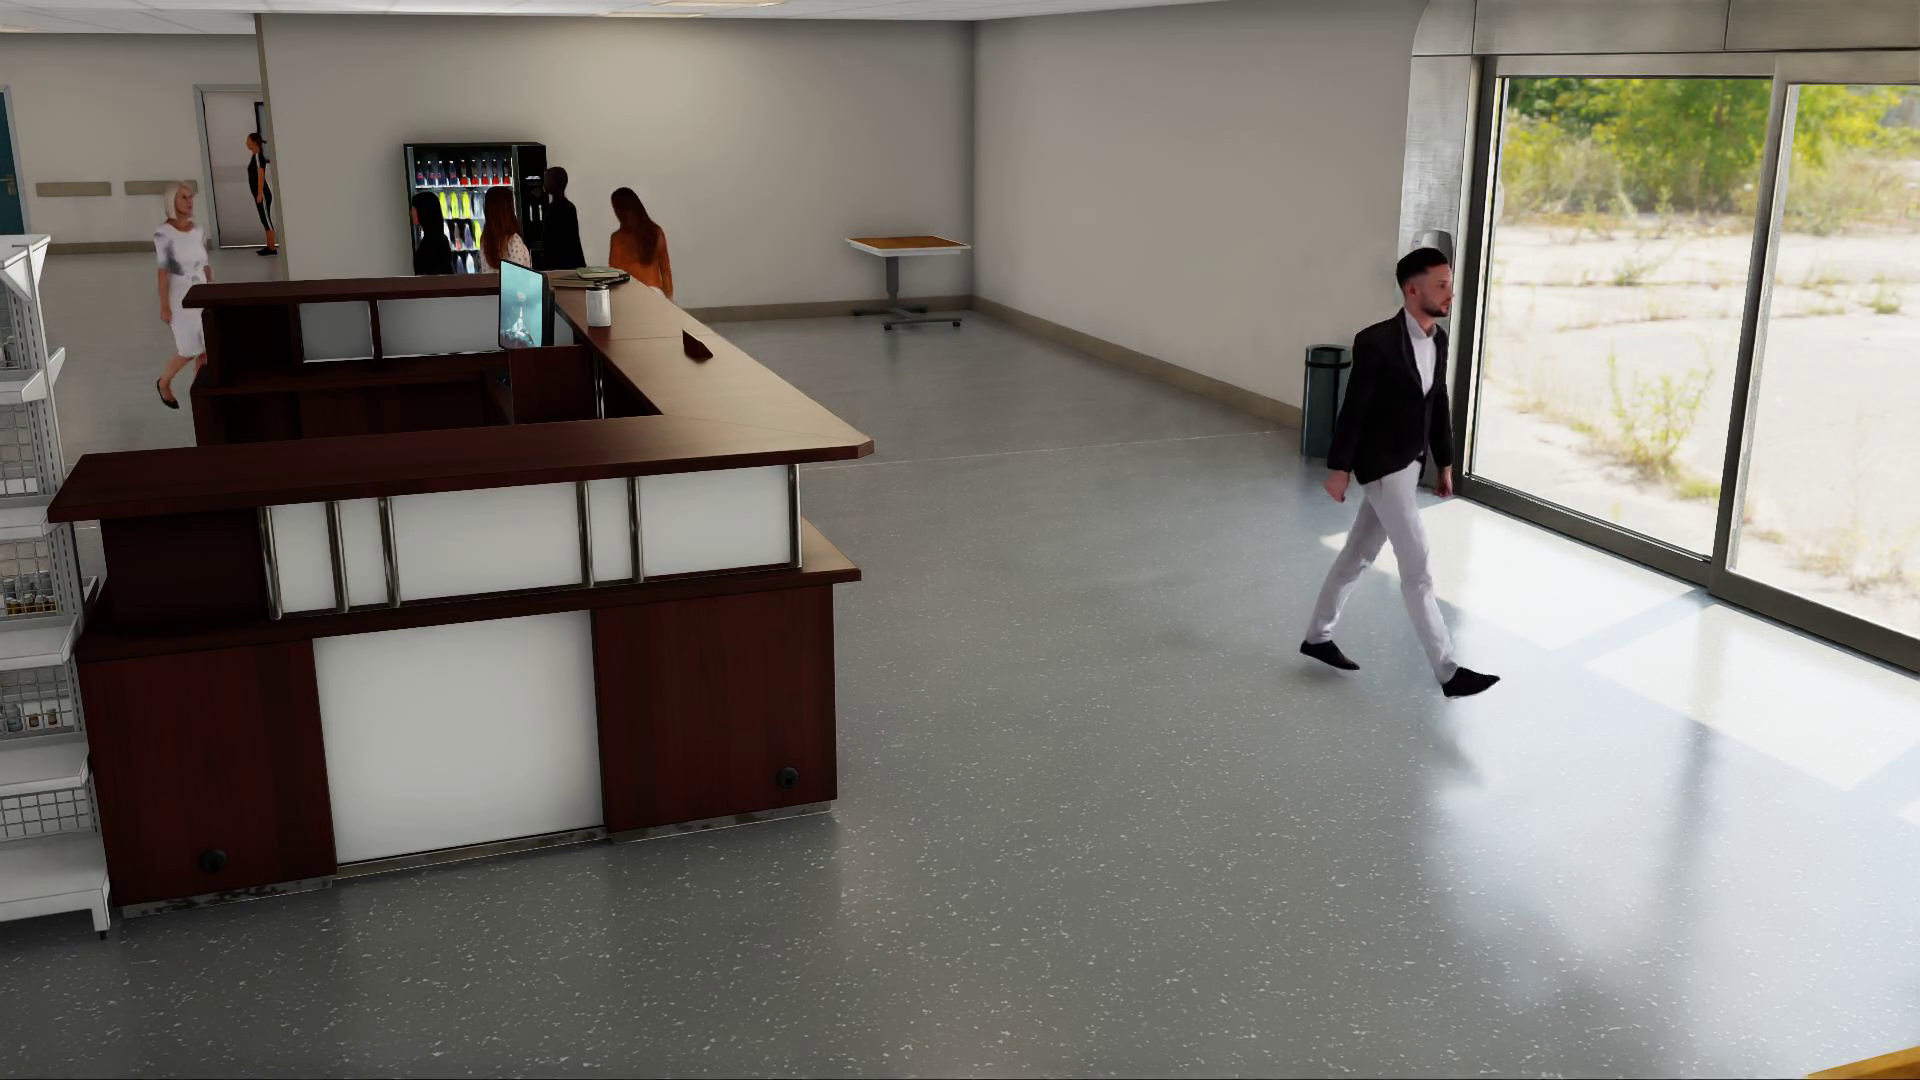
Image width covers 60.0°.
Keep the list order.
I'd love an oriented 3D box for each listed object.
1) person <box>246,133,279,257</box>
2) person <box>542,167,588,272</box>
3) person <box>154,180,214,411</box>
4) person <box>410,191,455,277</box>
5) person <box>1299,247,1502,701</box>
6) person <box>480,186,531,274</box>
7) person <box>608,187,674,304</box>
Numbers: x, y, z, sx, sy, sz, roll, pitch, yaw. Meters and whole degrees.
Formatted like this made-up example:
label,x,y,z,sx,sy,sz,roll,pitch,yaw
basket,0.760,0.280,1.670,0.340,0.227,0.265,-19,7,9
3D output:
label,x,y,z,sx,sy,sz,roll,pitch,yaw
person,-9.735,-4.823,23.181,0.515,1.669,0.594,-7,17,-23
person,-3.084,-2.105,13.433,1.156,1.729,0.975,2,16,8
person,-5.663,-1.718,12.048,0.882,1.734,0.812,5,16,16
person,-3.768,-1.734,12.340,1.080,1.608,0.615,-4,16,-15
person,1.669,-0.260,6.780,1.248,1.787,1.047,-13,20,-38
person,-3.168,-1.612,11.686,0.654,1.728,0.678,11,19,34
person,-2.217,-1.651,11.902,0.825,1.684,0.722,14,21,41
